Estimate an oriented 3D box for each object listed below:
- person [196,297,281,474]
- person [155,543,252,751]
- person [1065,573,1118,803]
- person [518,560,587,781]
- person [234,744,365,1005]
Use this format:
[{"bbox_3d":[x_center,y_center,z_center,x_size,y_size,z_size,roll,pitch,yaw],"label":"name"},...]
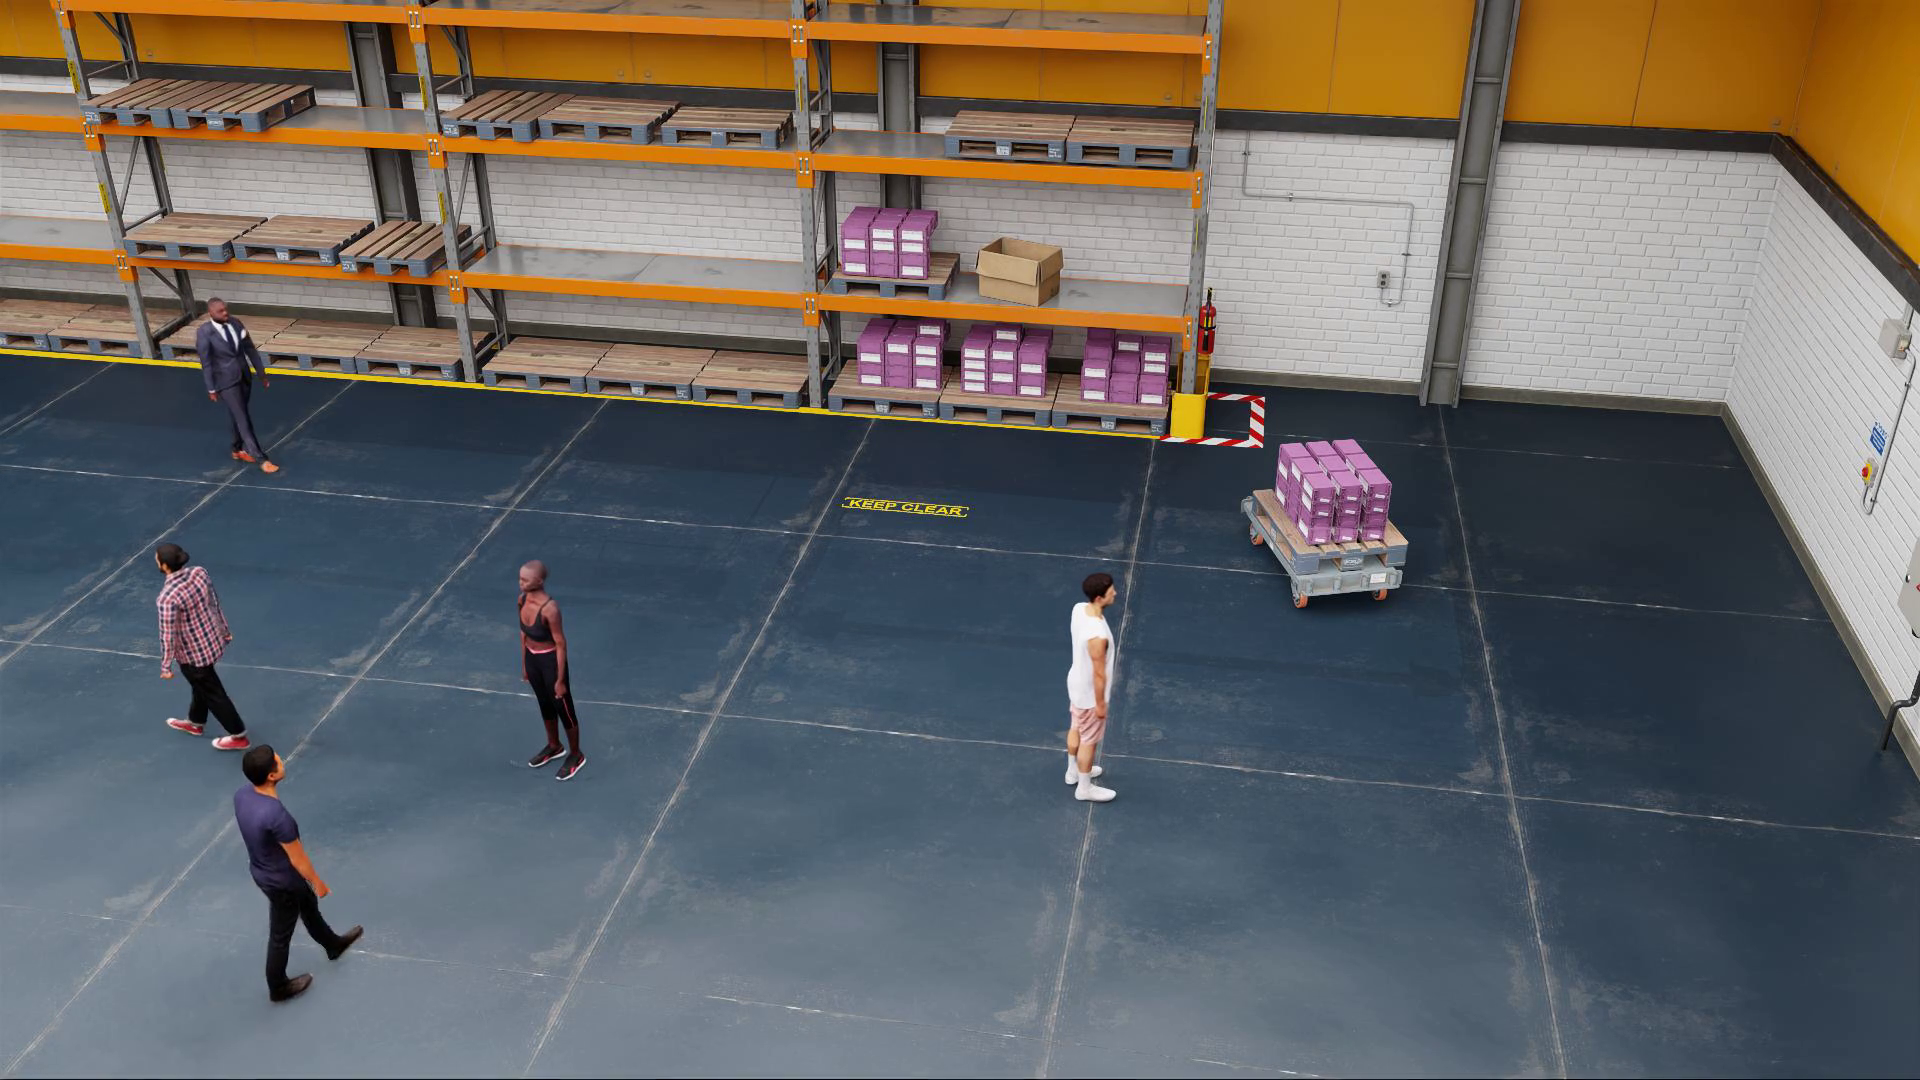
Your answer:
[{"bbox_3d":[-7.250,-1.559,16.464,1.159,1.790,0.892,13,31,23],"label":"person"},{"bbox_3d":[-5.517,0.803,12.187,0.971,1.738,0.761,3,29,5],"label":"person"},{"bbox_3d":[0.907,1.023,11.733,0.694,1.787,0.710,-6,29,-11],"label":"person"},{"bbox_3d":[-2.959,0.906,11.977,0.613,1.759,0.724,19,34,31],"label":"person"},{"bbox_3d":[-4.132,2.038,9.891,0.999,1.769,1.010,24,37,37],"label":"person"}]
